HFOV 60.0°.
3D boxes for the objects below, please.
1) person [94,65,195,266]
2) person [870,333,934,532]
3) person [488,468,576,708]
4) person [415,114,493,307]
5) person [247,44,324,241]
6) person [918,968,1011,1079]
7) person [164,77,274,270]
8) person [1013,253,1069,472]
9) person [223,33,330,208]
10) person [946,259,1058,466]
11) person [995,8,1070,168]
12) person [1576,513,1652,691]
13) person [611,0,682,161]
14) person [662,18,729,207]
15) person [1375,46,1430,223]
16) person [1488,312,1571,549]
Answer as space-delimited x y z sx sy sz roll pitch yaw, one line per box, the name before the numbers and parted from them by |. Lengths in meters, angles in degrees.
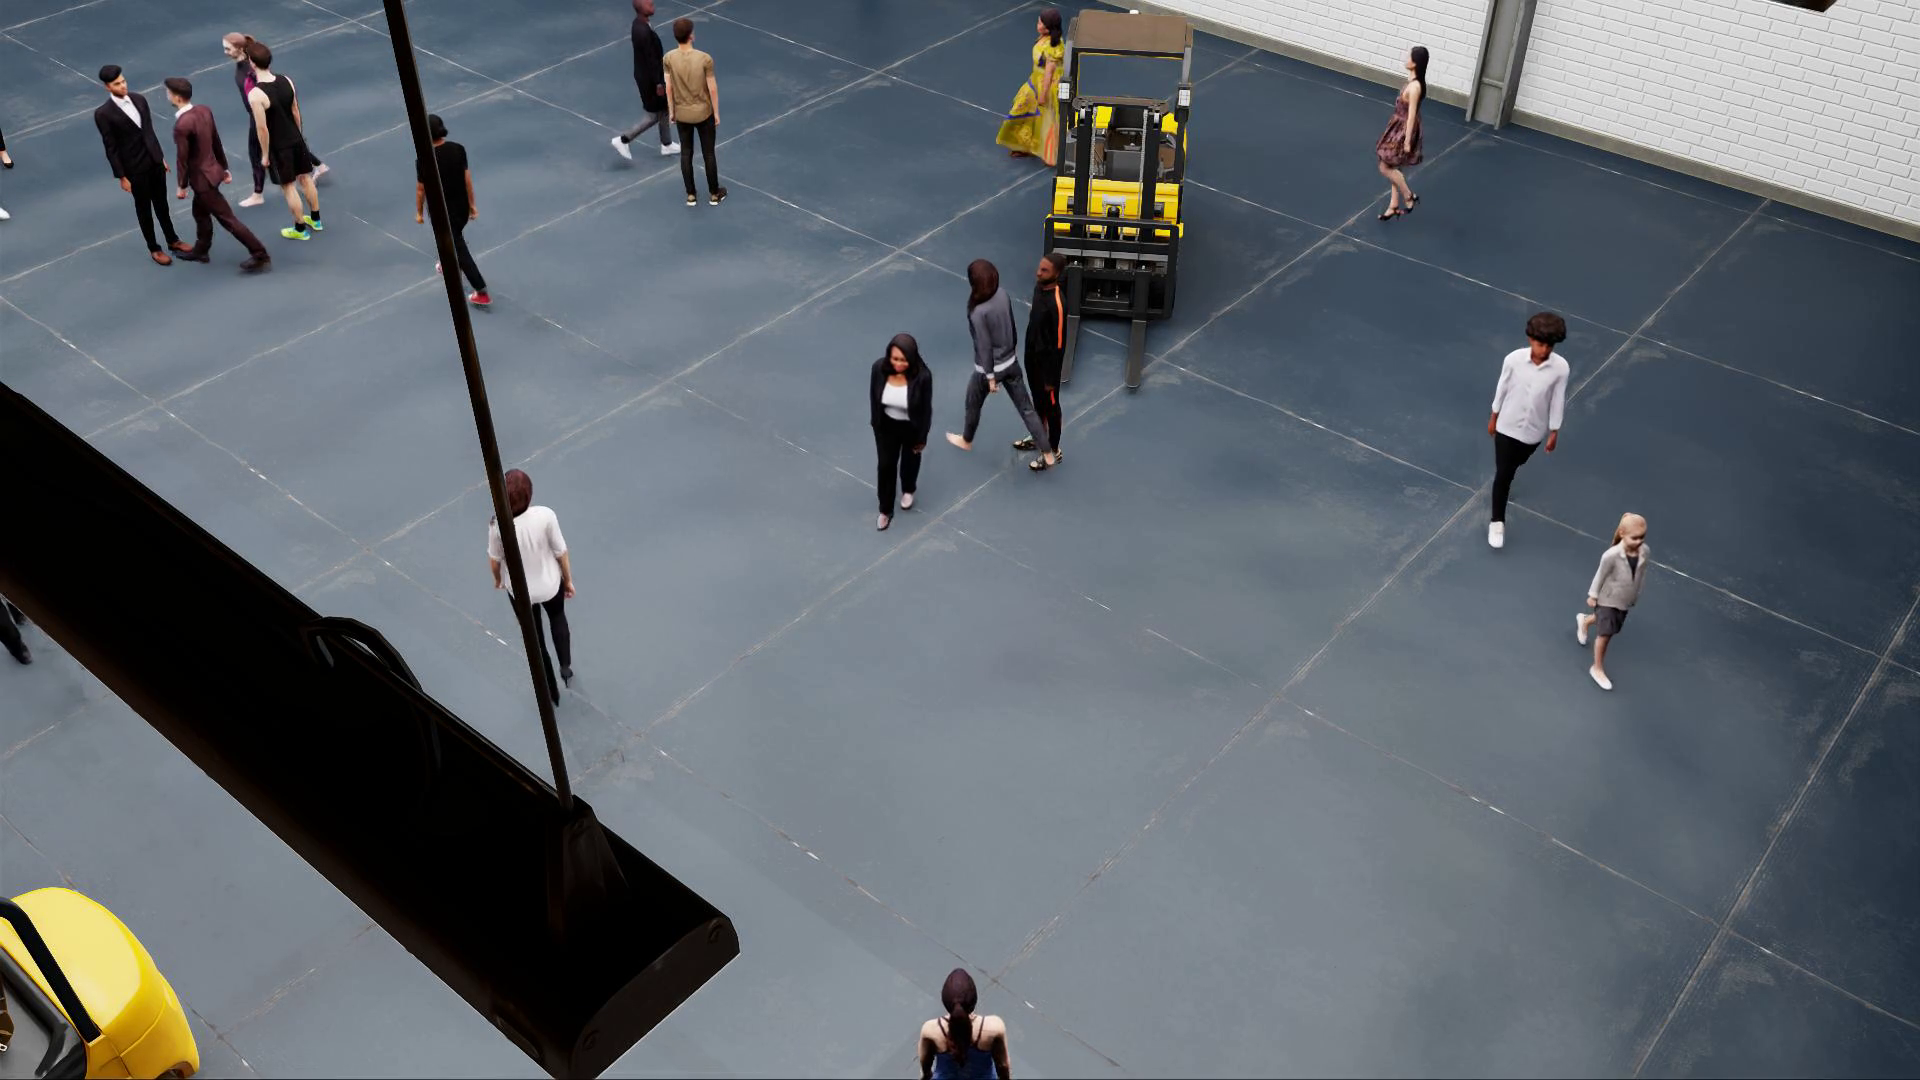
person | -7.533 -3.467 15.276 0.639 1.884 0.744 17 42 21
person | -0.404 -0.899 12.295 0.896 1.591 0.928 3 39 4
person | -2.661 0.382 10.539 0.742 1.780 0.783 -18 42 -21
person | -4.450 -2.859 14.647 1.107 1.718 0.657 27 46 30
person | -6.350 -3.733 15.602 0.674 1.892 0.730 17 42 20
person | 0.024 2.655 7.844 0.835 1.593 0.889 -2 39 -2
person | -6.761 -3.264 15.072 1.244 1.822 1.153 -1 39 -1
person | 0.658 -1.384 12.729 0.758 1.808 0.636 -13 41 -16
person | -6.737 -4.137 16.258 0.883 1.705 1.180 -23 44 -26
person | 0.361 -1.286 12.680 1.176 1.715 0.653 31 48 33
person | 0.988 -4.586 16.871 1.162 1.642 1.117 -5 39 -6
person | 4.310 0.335 11.017 0.795 1.258 0.904 -8 39 -10
person | -3.228 -4.650 16.874 1.067 1.739 1.072 -11 40 -13
person | -2.590 -4.151 16.160 0.707 1.849 0.809 3 39 4
person | 4.298 -3.828 15.826 0.850 1.763 0.766 12 40 15
person | 4.108 -0.899 12.152 1.200 1.770 1.036 9 40 11
